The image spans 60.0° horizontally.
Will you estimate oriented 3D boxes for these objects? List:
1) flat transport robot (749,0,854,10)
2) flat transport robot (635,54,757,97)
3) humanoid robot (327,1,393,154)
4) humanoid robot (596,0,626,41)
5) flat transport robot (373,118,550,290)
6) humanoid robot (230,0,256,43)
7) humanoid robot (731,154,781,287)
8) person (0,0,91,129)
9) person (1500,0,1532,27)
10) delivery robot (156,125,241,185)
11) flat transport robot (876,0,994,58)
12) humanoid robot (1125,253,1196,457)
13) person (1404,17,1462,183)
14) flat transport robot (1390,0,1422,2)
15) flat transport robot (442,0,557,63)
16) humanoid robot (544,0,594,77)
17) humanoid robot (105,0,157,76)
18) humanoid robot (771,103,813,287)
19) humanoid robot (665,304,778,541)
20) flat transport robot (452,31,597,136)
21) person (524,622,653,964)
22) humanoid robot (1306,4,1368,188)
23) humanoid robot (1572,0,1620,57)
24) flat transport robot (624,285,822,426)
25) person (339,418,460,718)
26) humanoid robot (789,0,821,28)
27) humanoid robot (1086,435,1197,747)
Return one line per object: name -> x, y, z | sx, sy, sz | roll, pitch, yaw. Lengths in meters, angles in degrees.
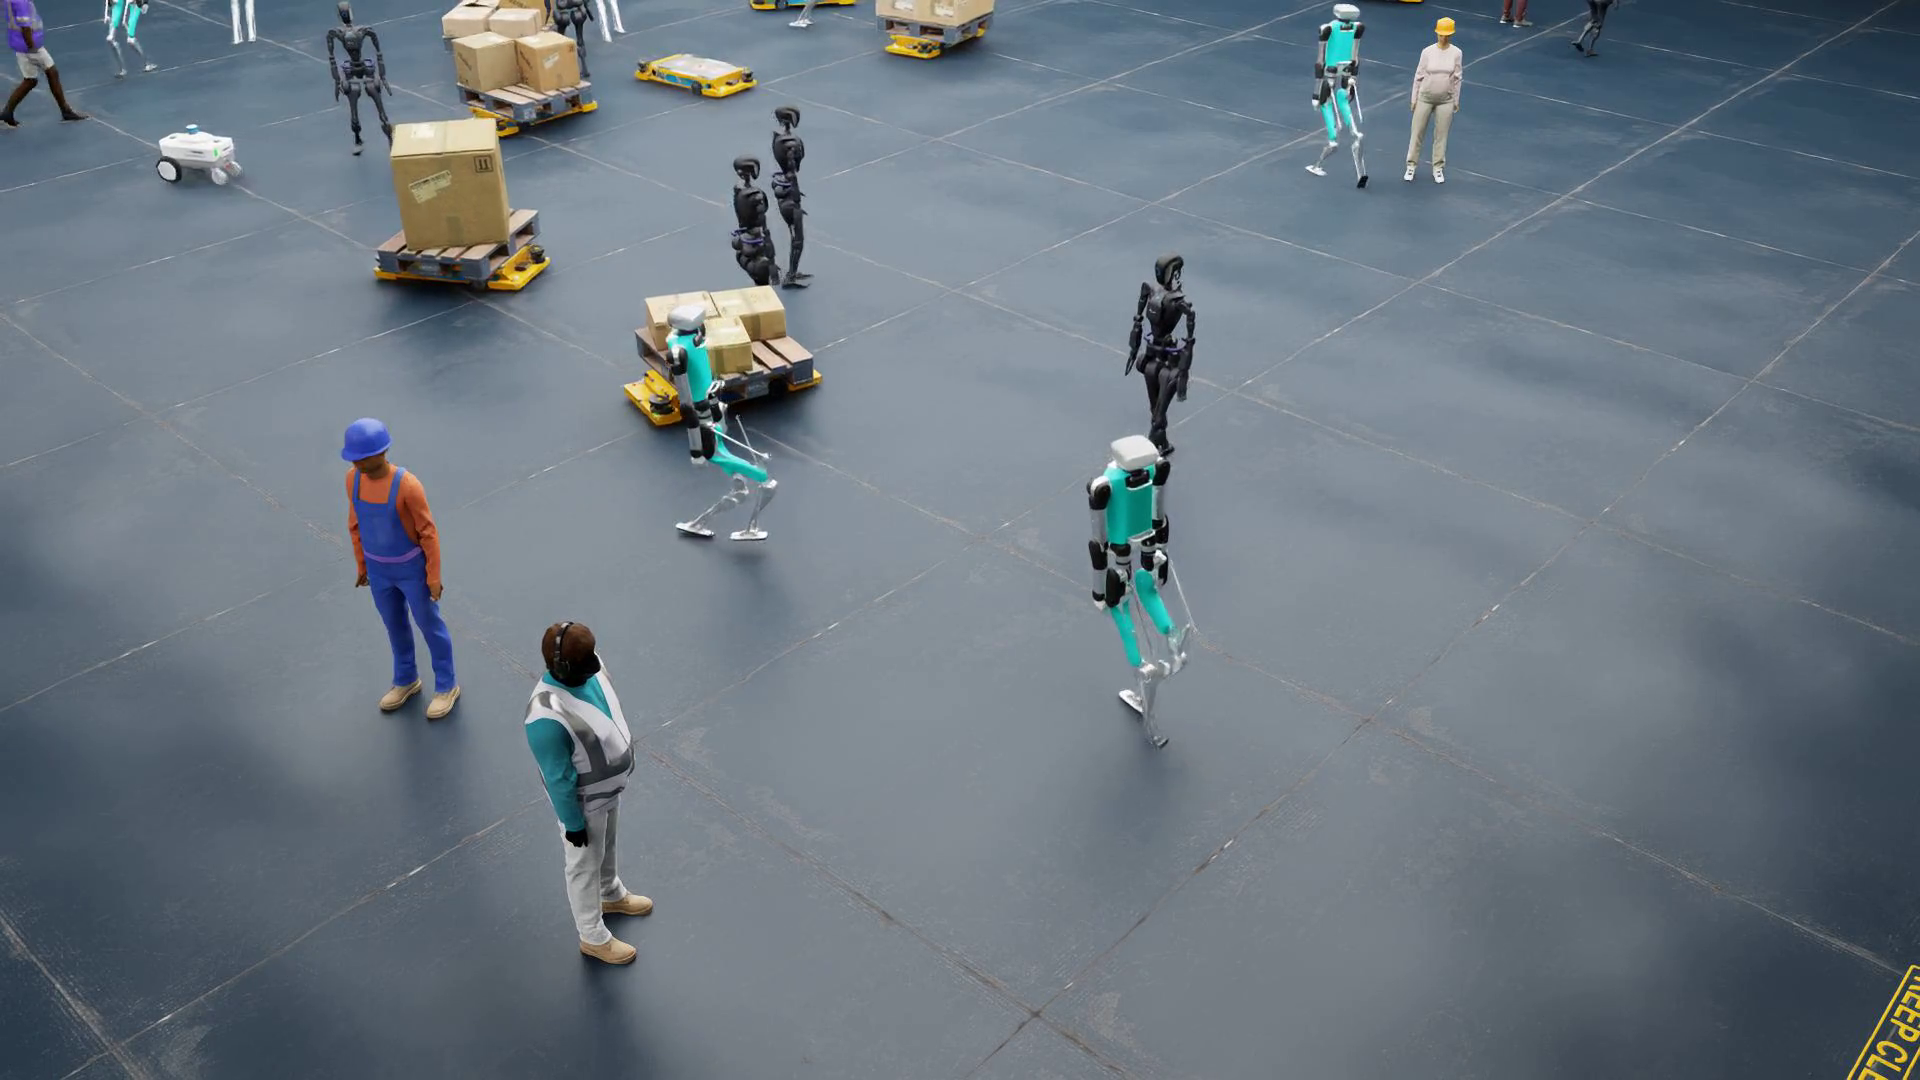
flat transport robot -> -2.273, -7.737, 23.613 | 1.431, 0.231, 0.659 | -8, 33, -12
flat transport robot -> -3.227, -5.678, 20.297 | 1.431, 0.231, 0.659 | 21, 38, 30
humanoid robot -> -6.403, -4.949, 17.794 | 0.598, 1.638, 0.396 | -6, 32, -10
humanoid robot -> -4.643, -7.436, 21.744 | 0.542, 1.786, 0.790 | -14, 35, -22
flat transport robot -> -4.565, -2.557, 15.272 | 1.431, 0.231, 0.659 | 7, 32, 11
humanoid robot -> -9.458, -7.349, 21.593 | 0.531, 1.780, 0.673 | -3, 32, -5
humanoid robot -> -1.665, -2.352, 13.603 | 0.339, 1.650, 0.584 | -18, 36, -26
person -> -10.456, -5.529, 18.509 | 0.905, 1.915, 0.636 | -14, 34, -21
person -> 7.602, -7.822, 22.294 | 0.380, 1.806, 0.548 | -16, 35, -24
delivery robot -> -7.976, -4.026, 17.384 | 0.817, 0.613, 0.499 | 7, 33, 11
flat transport robot -> -0.313, -6.586, 21.759 | 0.659, 0.231, 1.431 | 18, 36, 26
humanoid robot -> 1.411, -1.263, 11.860 | 0.567, 1.640, 0.599 | -25, 39, -34
person -> 4.878, -4.512, 17.071 | 0.480, 1.693, 0.336 | 5, 32, 8
flat transport robot -> 6.012, -7.996, 24.029 | 1.431, 0.231, 0.659 | 12, 34, 19
flat transport robot -> -5.789, -6.221, 21.172 | 0.659, 0.231, 1.431 | 2, 32, 3
humanoid robot -> -4.777, -6.480, 20.266 | 0.610, 1.641, 0.357 | -19, 36, -27
humanoid robot -> -10.259, -6.561, 20.322 | 0.537, 1.775, 0.742 | 1, 32, 1
humanoid robot -> -1.489, -3.052, 14.728 | 0.328, 1.649, 0.589 | -7, 32, -10
humanoid robot -> -1.517, -0.681, 10.874 | 0.946, 1.759, 0.540 | 4, 32, 6
flat transport robot -> -4.951, -4.944, 19.114 | 0.659, 0.231, 1.431 | 24, 39, 33
person -> -1.725, 1.160, 7.797 | 0.429, 1.844, 0.626 | 4, 32, 6
humanoid robot -> 4.028, -4.484, 17.024 | 0.568, 1.812, 0.903 | -16, 35, -24
humanoid robot -> 8.101, -6.968, 21.035 | 0.365, 1.644, 0.602 | -13, 34, -20
flat transport robot -> -1.882, -1.280, 13.215 | 1.431, 0.231, 0.659 | -18, 36, -27
person -> -3.161, 0.159, 9.345 | 0.531, 1.906, 0.373 | 9, 33, 14
humanoid robot -> -2.059, -7.721, 22.134 | 0.696, 1.732, 0.541 | 11, 33, 17
humanoid robot -> 1.085, 0.369, 9.268 | 0.545, 1.886, 0.780 | -20, 37, -29
